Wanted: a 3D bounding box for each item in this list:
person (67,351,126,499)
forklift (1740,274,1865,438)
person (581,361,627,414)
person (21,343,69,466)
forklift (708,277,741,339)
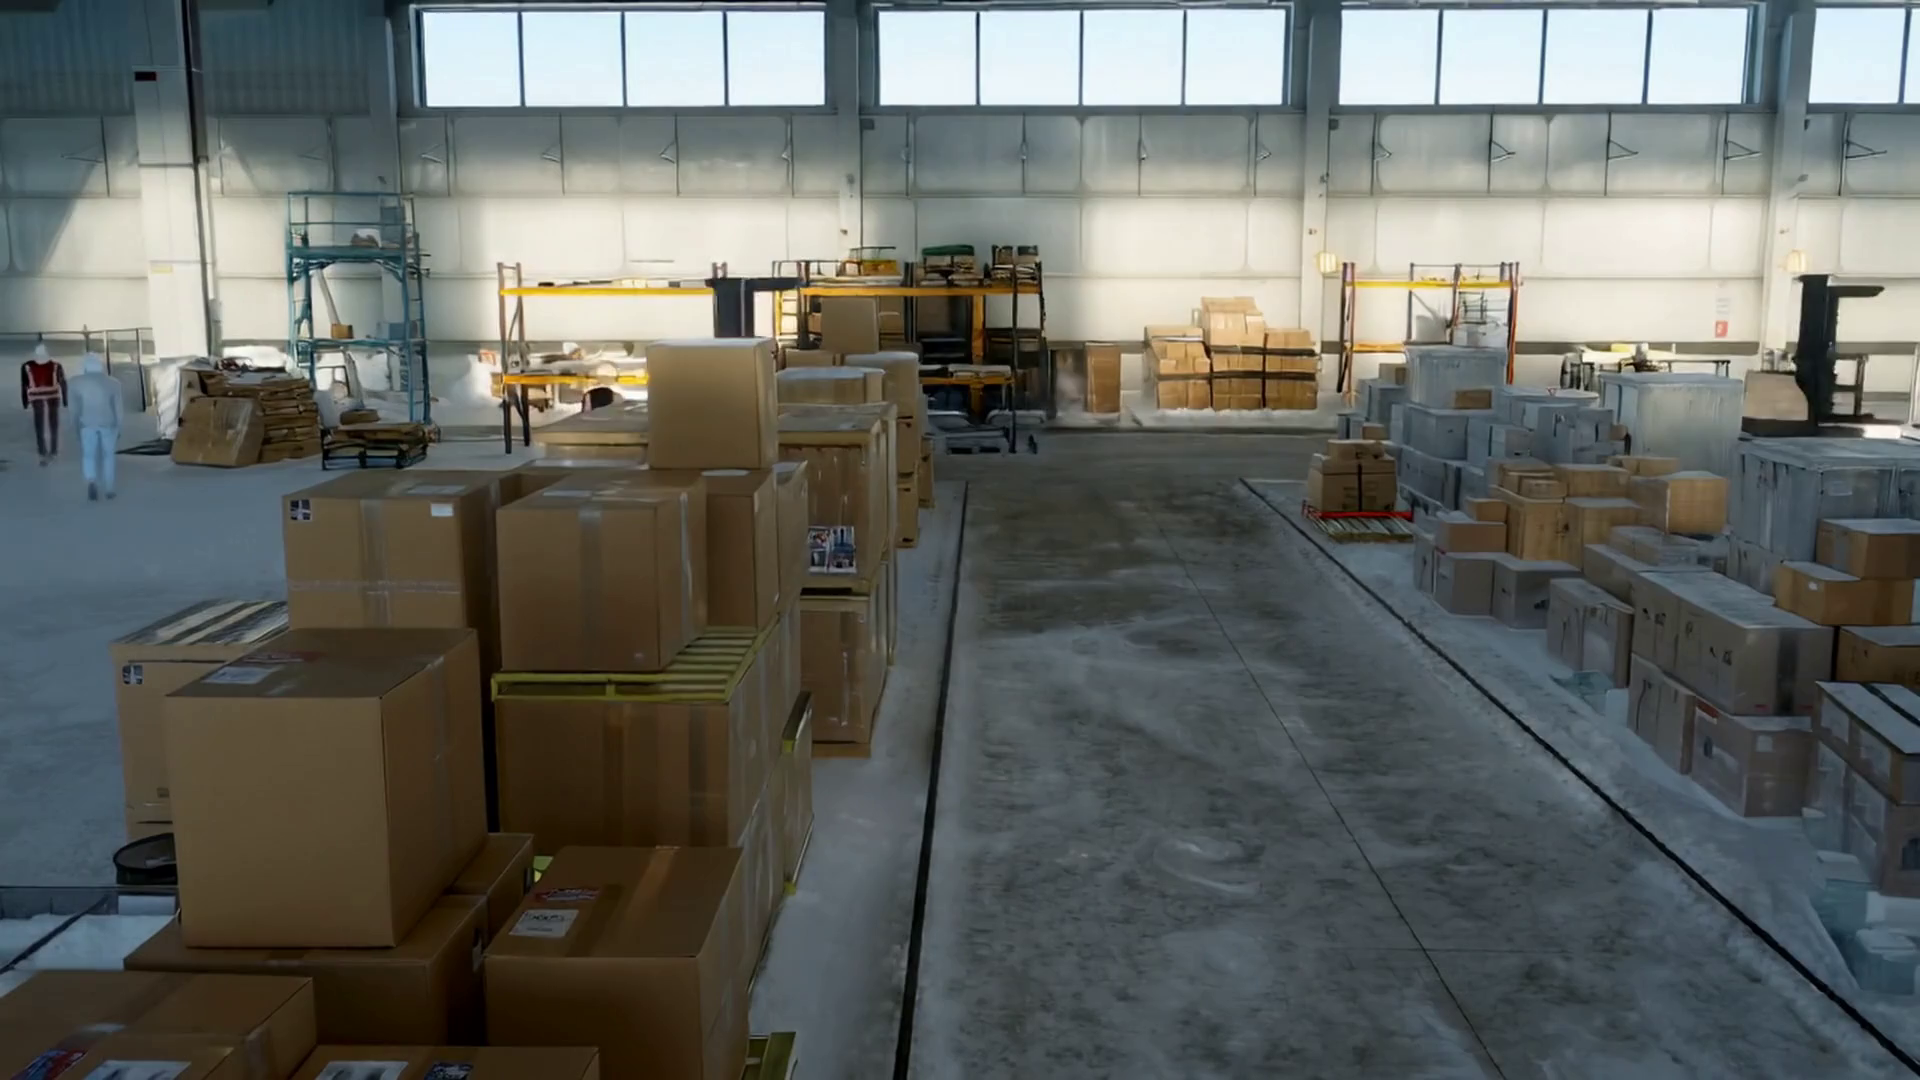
[{"bbox_3d":[-10.991,-1.450,21.204,0.652,1.921,0.747,-4,10,-22],"label":"person"},{"bbox_3d":[14.743,-3.218,28.910,1.873,2.768,1.129,6,11,32],"label":"forklift"},{"bbox_3d":[-4.156,-1.139,19.456,0.561,1.886,1.014,0,9,-1],"label":"person"},{"bbox_3d":[-13.735,-2.038,25.001,0.599,1.822,0.994,-6,11,-30],"label":"person"},{"bbox_3d":[-3.325,-2.387,23.932,1.873,2.768,1.129,-1,10,-6],"label":"forklift"}]
